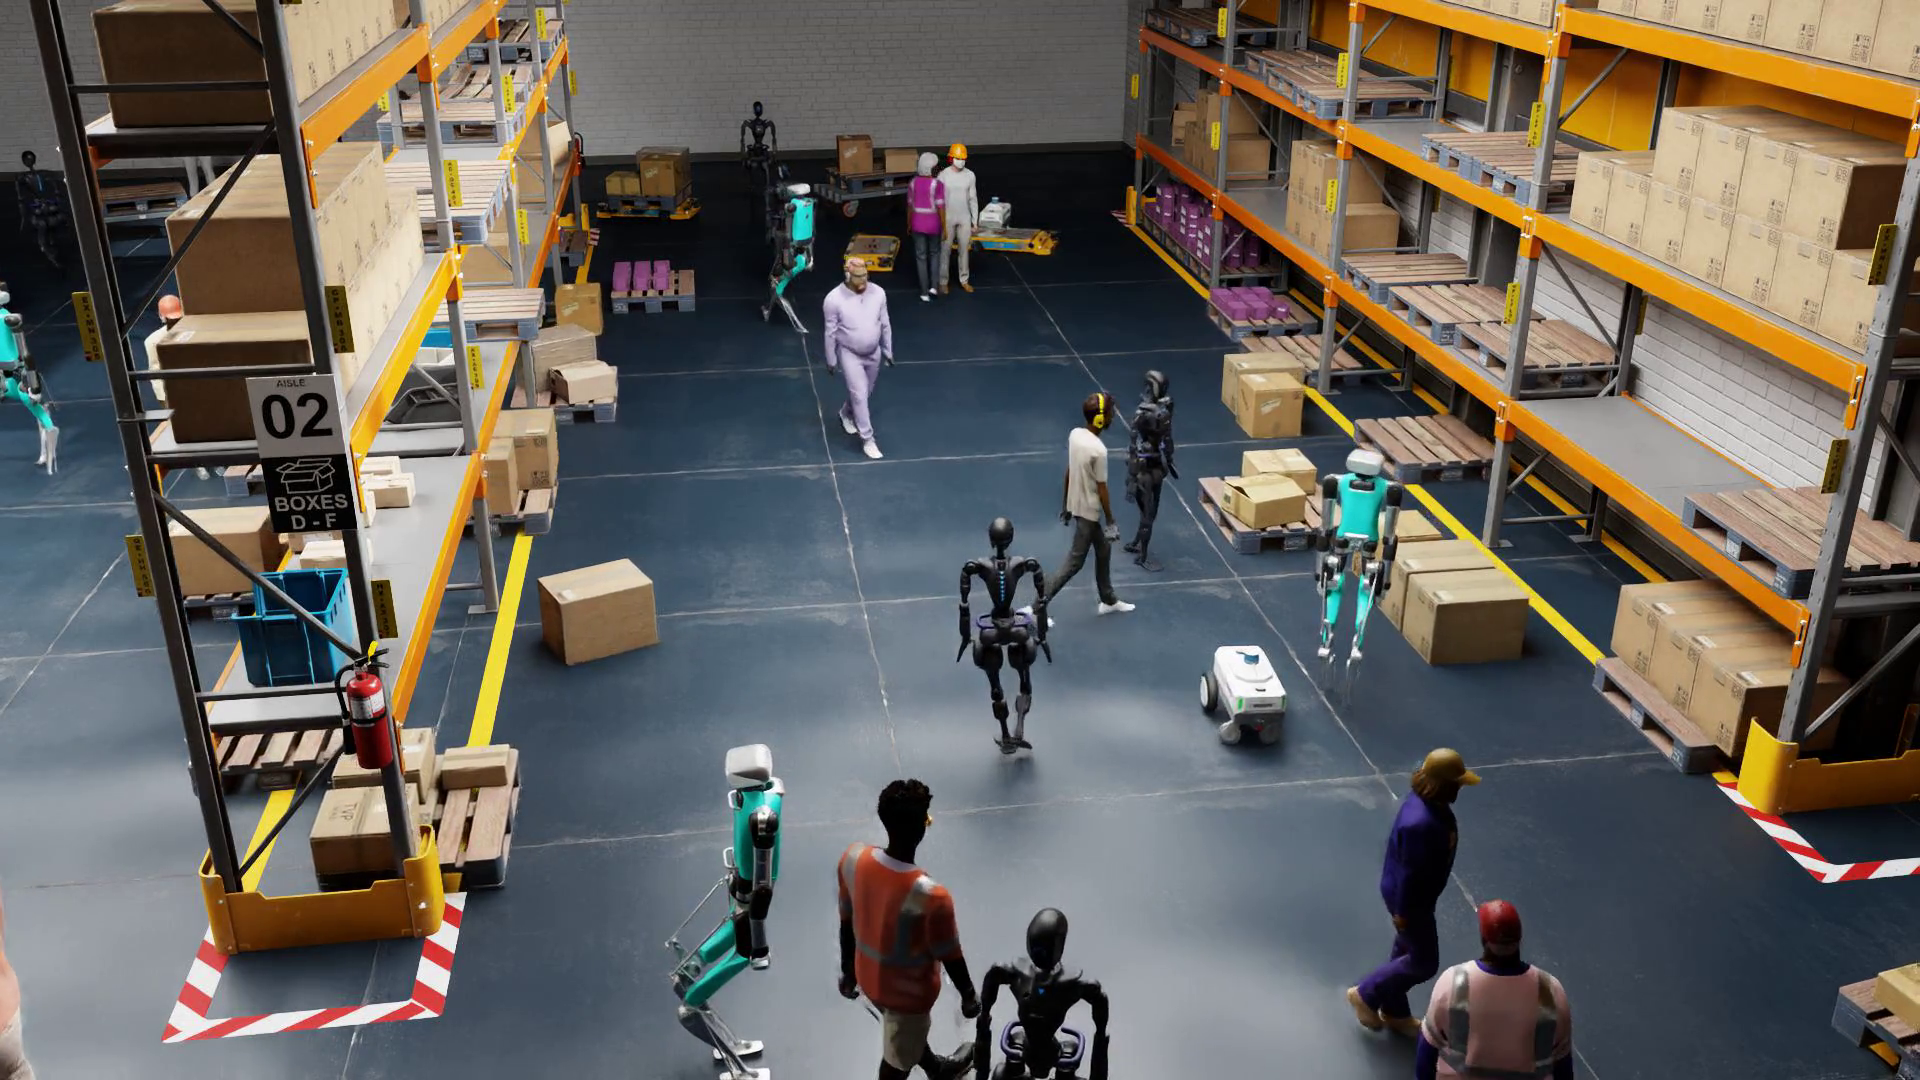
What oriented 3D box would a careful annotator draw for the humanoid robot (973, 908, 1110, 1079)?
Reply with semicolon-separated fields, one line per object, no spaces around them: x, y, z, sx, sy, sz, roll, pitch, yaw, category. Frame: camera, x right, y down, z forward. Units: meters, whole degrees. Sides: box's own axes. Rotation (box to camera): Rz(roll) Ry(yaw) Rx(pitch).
0.323;2.246;6.810;0.601;1.646;0.551;5;24;12;humanoid robot

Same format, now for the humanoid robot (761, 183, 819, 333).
-2.111;-3.305;19.411;0.932;1.775;0.547;15;28;30;humanoid robot

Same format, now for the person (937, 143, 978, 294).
-0.047;-4.023;20.838;0.567;1.889;0.391;-6;24;-13;person

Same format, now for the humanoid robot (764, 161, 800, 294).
-2.208;-3.925;20.876;0.590;1.652;0.327;-18;29;-34;humanoid robot

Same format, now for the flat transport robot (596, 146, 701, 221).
-4.694;-5.004;25.079;1.431;0.231;0.659;2;24;5;flat transport robot

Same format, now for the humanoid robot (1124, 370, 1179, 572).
1.488;-0.589;13.293;0.451;1.643;0.609;19;30;37;humanoid robot

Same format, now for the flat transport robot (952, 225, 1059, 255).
0.618;-4.175;23.191;1.431;0.231;0.659;6;24;13;flat transport robot

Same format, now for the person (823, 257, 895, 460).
-0.969;-1.775;15.732;0.646;1.869;0.939;-14;28;-30;person

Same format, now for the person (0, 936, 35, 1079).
-4.219;1.997;7.021;0.584;1.964;0.714;3;24;8;person

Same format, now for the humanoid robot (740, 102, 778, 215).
-3.028;-5.770;25.091;0.601;1.638;0.610;-7;25;-15;humanoid robot

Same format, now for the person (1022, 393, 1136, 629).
0.887;-0.199;12.217;0.950;1.832;0.521;-7;25;-16;person

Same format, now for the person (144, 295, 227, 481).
-6.913;-1.354;14.926;0.594;1.735;0.443;-17;29;-34;person

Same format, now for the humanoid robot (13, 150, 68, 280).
-11.870;-4.224;21.592;0.690;1.638;0.584;17;29;33;humanoid robot

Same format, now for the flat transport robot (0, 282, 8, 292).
-12.037;-2.610;19.625;0.659;0.231;1.431;1;24;2;flat transport robot

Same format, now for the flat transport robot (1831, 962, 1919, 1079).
4.972;2.597;7.762;0.659;0.231;1.431;-8;25;-17;flat transport robot

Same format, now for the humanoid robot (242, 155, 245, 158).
-9.324;-4.640;22.564;0.537;1.896;0.741;-16;28;-33;humanoid robot

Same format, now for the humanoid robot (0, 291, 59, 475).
-8.484;-1.437;15.198;0.539;1.839;0.751;6;24;13;humanoid robot

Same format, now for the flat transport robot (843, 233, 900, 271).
-1.187;-3.893;22.548;0.659;0.231;1.431;1;24;2;flat transport robot

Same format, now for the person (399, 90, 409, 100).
-8.840;-6.314;26.399;0.775;1.598;0.518;-7;25;-16;person

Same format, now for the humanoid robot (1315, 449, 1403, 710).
2.601;0.366;11.126;0.536;1.847;0.743;8;25;17;humanoid robot

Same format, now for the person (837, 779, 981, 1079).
-0.189;1.889;7.324;0.968;1.912;0.608;-21;31;-39;person

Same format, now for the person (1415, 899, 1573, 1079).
2.165;2.229;6.772;0.632;1.734;0.445;4;24;10;person

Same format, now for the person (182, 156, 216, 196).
-11.725;-6.041;25.484;0.632;1.841;0.429;-3;24;-7;person

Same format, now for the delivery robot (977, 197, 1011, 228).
0.502;-4.604;23.801;0.499;0.585;0.765;5;24;12;delivery robot

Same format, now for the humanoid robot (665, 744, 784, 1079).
-1.135;1.764;7.750;0.686;1.730;0.530;-5;24;-11;humanoid robot

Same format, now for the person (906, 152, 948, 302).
-0.412;-3.873;20.570;0.527;1.822;0.538;3;24;8;person

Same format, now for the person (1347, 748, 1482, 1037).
2.235;1.727;8.065;0.401;1.602;0.482;11;26;24;person

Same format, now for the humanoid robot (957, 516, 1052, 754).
0.286;0.636;10.504;0.609;1.644;0.431;-1;24;-2;humanoid robot

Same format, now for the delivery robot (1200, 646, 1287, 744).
1.904;0.997;11.073;0.519;0.613;0.784;-2;24;-5;delivery robot
